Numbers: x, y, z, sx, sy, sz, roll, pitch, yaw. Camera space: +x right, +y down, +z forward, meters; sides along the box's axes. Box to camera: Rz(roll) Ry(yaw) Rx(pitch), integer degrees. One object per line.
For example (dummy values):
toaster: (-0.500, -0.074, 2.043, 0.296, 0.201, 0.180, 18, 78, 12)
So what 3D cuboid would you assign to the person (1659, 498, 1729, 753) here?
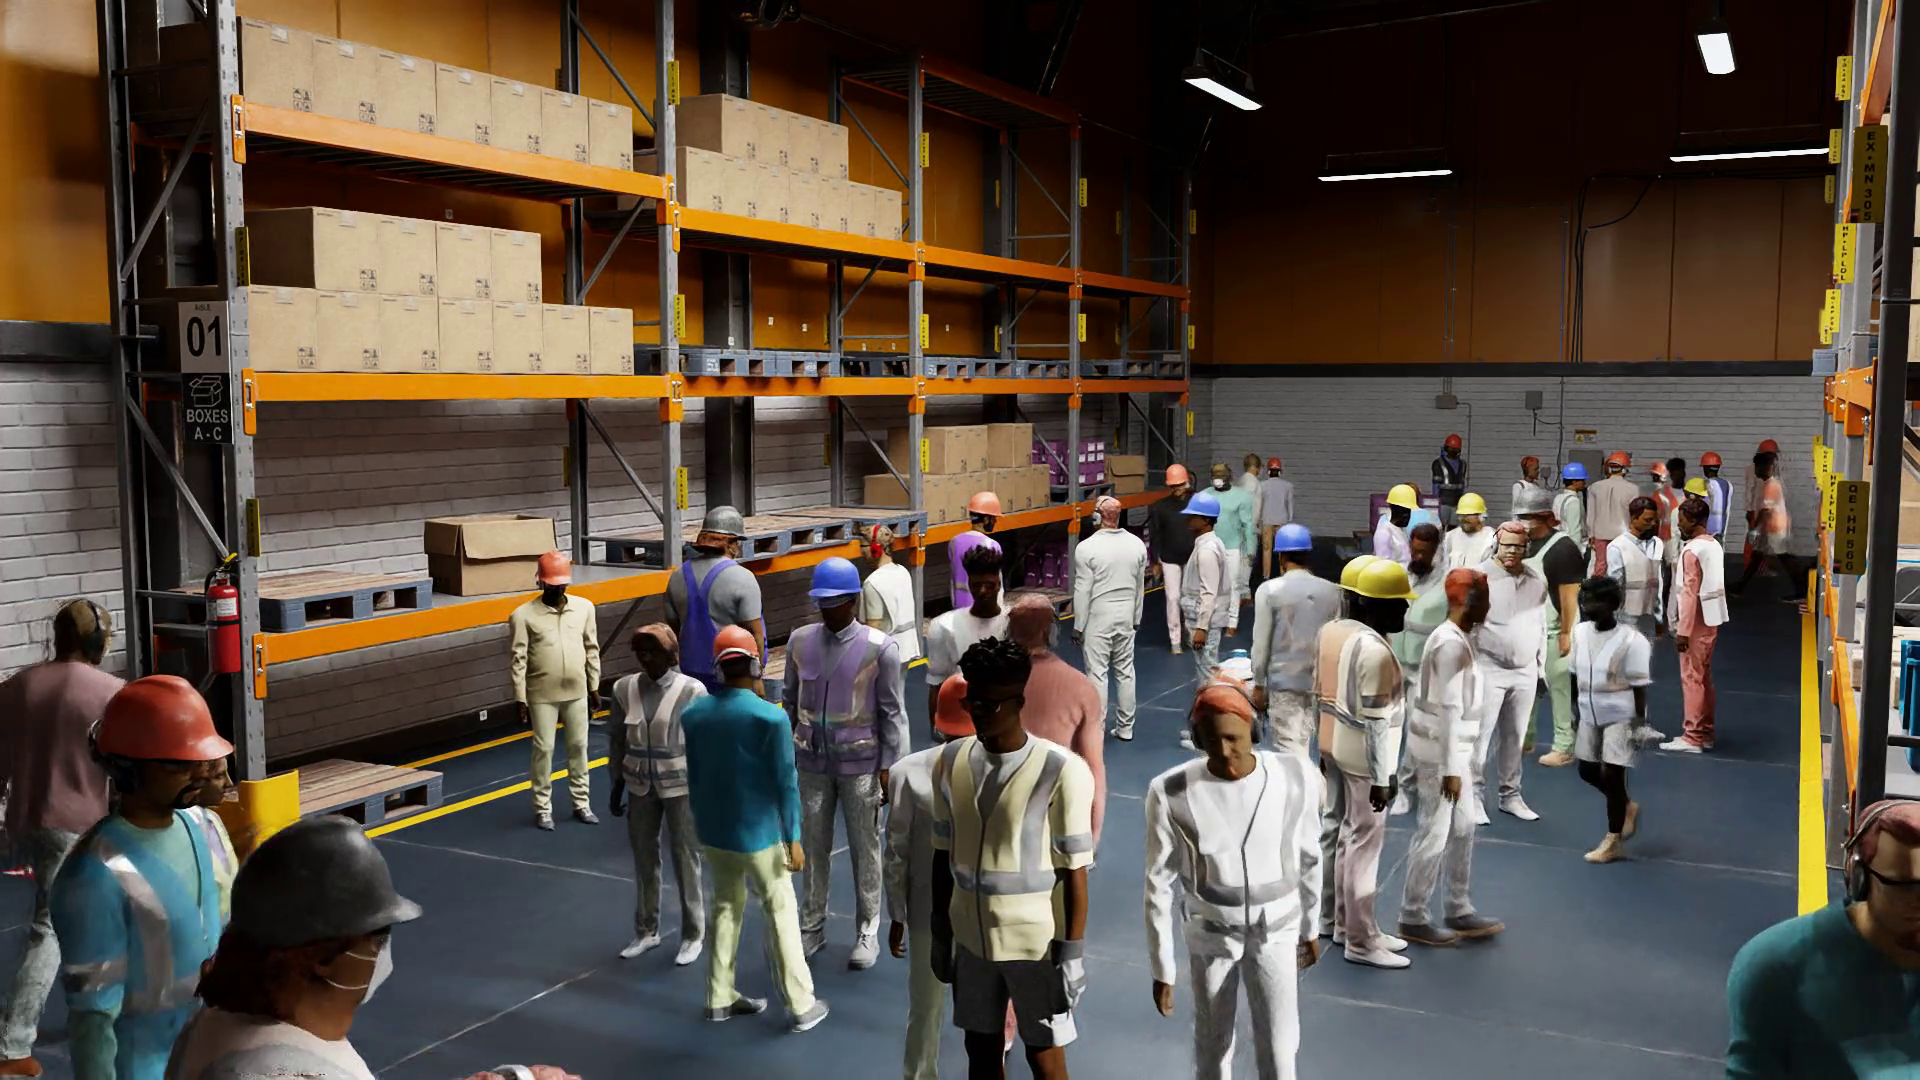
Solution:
person: (5.548, 0.641, 12.503, 0.405, 1.909, 0.597, 4, 7, 39)

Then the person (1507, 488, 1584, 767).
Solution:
person: (4.185, 0.611, 12.099, 0.542, 2.000, 0.695, -2, 6, -22)

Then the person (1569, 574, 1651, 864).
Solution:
person: (3.808, 1.017, 9.656, 0.524, 1.671, 0.565, -3, 6, -30)

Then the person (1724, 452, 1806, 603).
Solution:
person: (10.215, -0.154, 21.072, 1.055, 1.898, 0.631, 2, 6, 23)

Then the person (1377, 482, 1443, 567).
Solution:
person: (4.226, 0.372, 15.737, 0.626, 1.844, 0.429, 0, 5, -3)

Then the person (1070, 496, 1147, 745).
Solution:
person: (1.117, 0.615, 12.750, 0.643, 1.913, 0.411, -3, 6, -32)

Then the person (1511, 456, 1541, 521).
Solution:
person: (6.954, -0.082, 20.395, 0.340, 1.882, 0.587, 5, 7, 43)

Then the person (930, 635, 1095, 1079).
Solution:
person: (0.148, 1.278, 5.392, 0.610, 1.962, 0.379, 4, 6, 34)

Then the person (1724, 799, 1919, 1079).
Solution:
person: (1.938, 1.479, 3.492, 0.651, 1.904, 0.403, 1, 5, 10)

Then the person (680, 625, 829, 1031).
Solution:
person: (-0.889, 1.230, 7.172, 0.653, 1.722, 0.436, 3, 6, 32)

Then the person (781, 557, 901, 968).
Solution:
person: (-0.576, 1.046, 7.908, 0.603, 1.949, 0.389, 2, 6, 18)

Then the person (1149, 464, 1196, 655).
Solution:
person: (2.244, 0.200, 16.931, 0.638, 1.964, 0.547, 0, 5, 5)

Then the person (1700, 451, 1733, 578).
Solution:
person: (9.296, -0.130, 20.634, 0.552, 1.935, 0.352, -3, 6, -27)

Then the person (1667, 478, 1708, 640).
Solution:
person: (7.900, 0.203, 17.992, 0.523, 1.761, 0.326, -3, 6, -27)

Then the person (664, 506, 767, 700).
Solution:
person: (-1.432, 0.790, 10.181, 0.677, 2.000, 0.536, 3, 6, 31)

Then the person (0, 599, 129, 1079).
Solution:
person: (-3.656, 1.191, 6.778, 0.653, 1.870, 1.091, 1, 5, 11)

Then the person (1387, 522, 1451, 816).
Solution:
person: (2.949, 0.809, 10.757, 0.638, 1.893, 0.555, 4, 6, 34)

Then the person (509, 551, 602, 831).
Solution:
person: (-2.495, 0.928, 10.313, 0.577, 1.737, 0.355, -4, 6, -35)

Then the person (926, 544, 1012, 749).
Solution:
person: (0.131, 0.987, 8.557, 0.612, 1.951, 0.443, 0, 5, 2)

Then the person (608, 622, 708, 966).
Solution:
person: (-1.425, 1.201, 7.941, 0.527, 1.629, 0.316, 2, 6, 16)

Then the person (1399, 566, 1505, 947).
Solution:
person: (2.447, 1.062, 8.223, 0.454, 1.875, 0.614, 2, 6, 25)

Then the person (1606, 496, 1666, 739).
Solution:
person: (5.209, 0.608, 12.864, 0.598, 1.907, 0.402, -4, 6, -34)

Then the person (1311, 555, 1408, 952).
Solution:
person: (1.951, 1.034, 8.150, 0.382, 1.928, 0.587, -2, 6, -20)

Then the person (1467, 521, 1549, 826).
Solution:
person: (3.438, 0.831, 10.471, 0.643, 1.905, 0.400, -2, 6, -16)

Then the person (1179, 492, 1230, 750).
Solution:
person: (1.852, 0.610, 12.589, 0.379, 1.951, 0.603, 1, 5, 10)

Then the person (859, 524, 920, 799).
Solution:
person: (-0.481, 0.814, 11.009, 0.404, 1.836, 0.563, 2, 6, 20)

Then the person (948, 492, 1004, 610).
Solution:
person: (0.153, 0.579, 13.101, 0.387, 1.925, 0.550, -5, 7, -43)

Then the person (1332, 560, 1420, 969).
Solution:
person: (1.981, 1.051, 7.966, 0.388, 1.927, 0.589, 0, 5, 5)

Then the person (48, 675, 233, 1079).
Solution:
person: (-2.022, 1.348, 4.237, 0.404, 2.036, 0.610, 0, 5, -2)

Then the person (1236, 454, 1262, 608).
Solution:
person: (3.589, -0.116, 20.745, 0.362, 1.901, 0.710, 0, 5, 5)

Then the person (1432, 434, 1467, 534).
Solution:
person: (7.280, -0.556, 24.678, 0.607, 2.039, 0.395, -2, 6, -25)

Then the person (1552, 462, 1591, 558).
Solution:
person: (6.422, 0.153, 17.518, 0.392, 1.949, 0.605, 0, 5, 2)

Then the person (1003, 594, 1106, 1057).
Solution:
person: (0.277, 1.163, 7.091, 0.669, 1.870, 0.888, 0, 5, 4)

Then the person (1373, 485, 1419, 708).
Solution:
person: (3.675, 0.492, 14.018, 0.380, 1.919, 0.594, 3, 6, 32)

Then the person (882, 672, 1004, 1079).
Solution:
person: (0.005, 1.329, 5.953, 0.561, 1.742, 0.337, -1, 5, -8)

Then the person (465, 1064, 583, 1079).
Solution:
person: (-0.633, 1.619, 2.153, 0.467, 1.873, 0.663, -3, 6, -27)

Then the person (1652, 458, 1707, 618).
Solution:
person: (8.533, -0.038, 19.802, 0.604, 1.912, 0.998, 1, 5, 5)

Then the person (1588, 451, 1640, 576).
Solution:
person: (7.680, -0.049, 19.515, 0.620, 1.986, 0.408, 5, 7, 43)

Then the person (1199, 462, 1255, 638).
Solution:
person: (2.883, 0.110, 18.123, 0.699, 1.927, 0.389, 2, 6, 24)

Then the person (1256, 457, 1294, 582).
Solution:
person: (4.362, -0.272, 23.128, 0.563, 1.753, 0.327, 0, 5, -4)

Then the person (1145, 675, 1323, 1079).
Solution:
person: (0.903, 1.331, 5.447, 0.608, 1.834, 0.677, 0, 5, 2)

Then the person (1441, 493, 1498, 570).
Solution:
person: (4.467, 0.497, 14.515, 0.593, 1.822, 0.411, 5, 7, 44)

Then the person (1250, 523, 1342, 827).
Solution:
person: (2.108, 0.861, 10.107, 0.599, 1.918, 0.822, -3, 6, -26)

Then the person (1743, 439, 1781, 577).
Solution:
person: (11.513, -0.449, 23.815, 0.621, 1.986, 0.415, -2, 6, -23)
